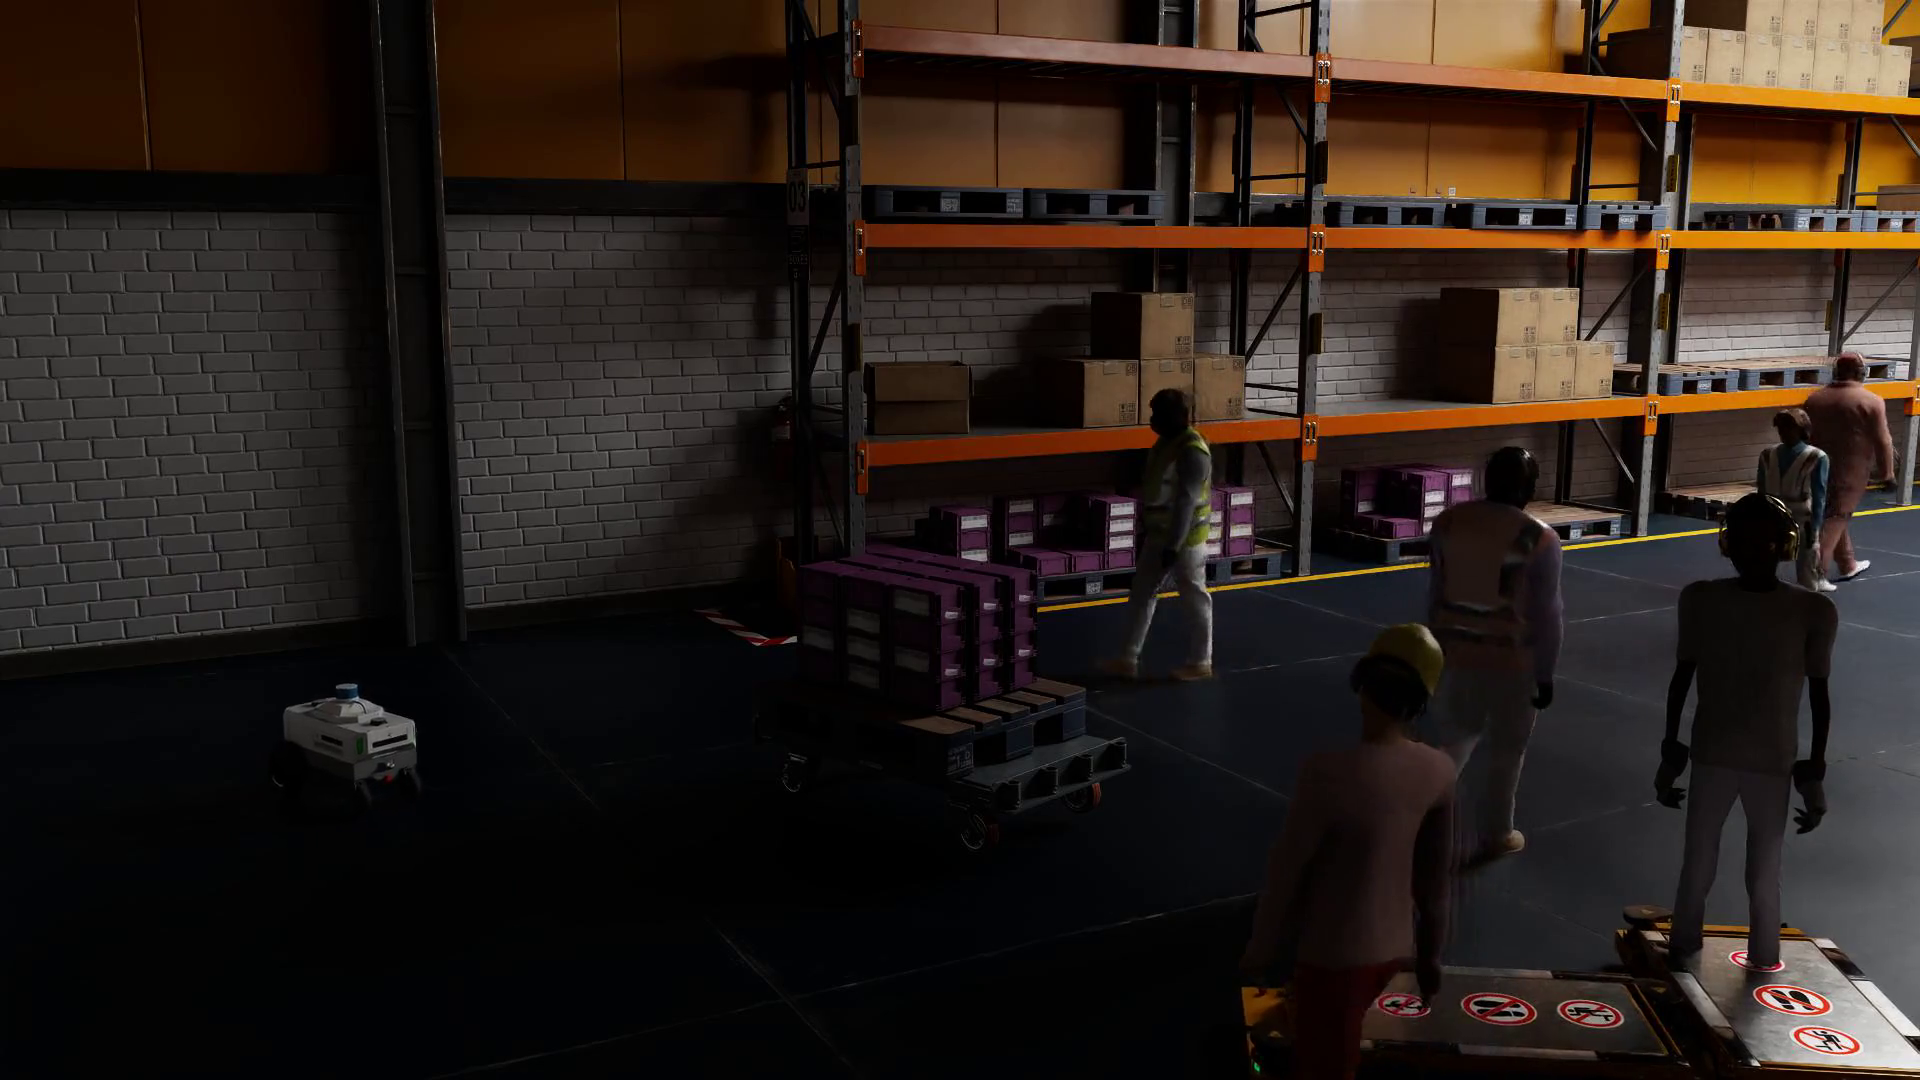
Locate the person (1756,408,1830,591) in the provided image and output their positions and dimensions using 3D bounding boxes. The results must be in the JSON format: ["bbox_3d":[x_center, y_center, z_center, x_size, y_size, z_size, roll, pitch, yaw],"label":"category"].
[{"bbox_3d":[5.555,-0.084,11.196,0.859,1.590,0.531,-6,12,-33],"label":"person"}]

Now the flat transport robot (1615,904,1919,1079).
[{"bbox_3d":[2.700,1.571,5.491,0.652,0.197,1.431,1,10,6],"label":"flat transport robot"}]

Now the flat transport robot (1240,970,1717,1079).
[{"bbox_3d":[1.644,1.596,5.347,1.431,0.197,0.652,1,10,6],"label":"flat transport robot"}]

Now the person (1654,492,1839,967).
[{"bbox_3d":[2.609,0.761,5.557,0.532,1.869,0.310,6,12,32],"label":"person"}]

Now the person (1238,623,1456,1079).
[{"bbox_3d":[1.046,1.061,4.311,0.531,1.696,0.760,-8,13,-40],"label":"person"}]

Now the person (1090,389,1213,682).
[{"bbox_3d":[1.196,-0.007,10.137,0.851,1.807,0.651,-3,10,-15],"label":"person"}]

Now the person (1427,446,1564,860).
[{"bbox_3d":[2.271,0.506,7.143,0.517,1.829,0.650,-8,13,-38],"label":"person"}]

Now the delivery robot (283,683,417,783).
[{"bbox_3d":[-2.952,0.938,8.045,0.707,0.478,0.477,8,13,38],"label":"delivery robot"}]

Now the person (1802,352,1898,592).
[{"bbox_3d":[6.987,-0.531,13.022,0.971,1.862,0.649,-4,11,-22],"label":"person"}]
